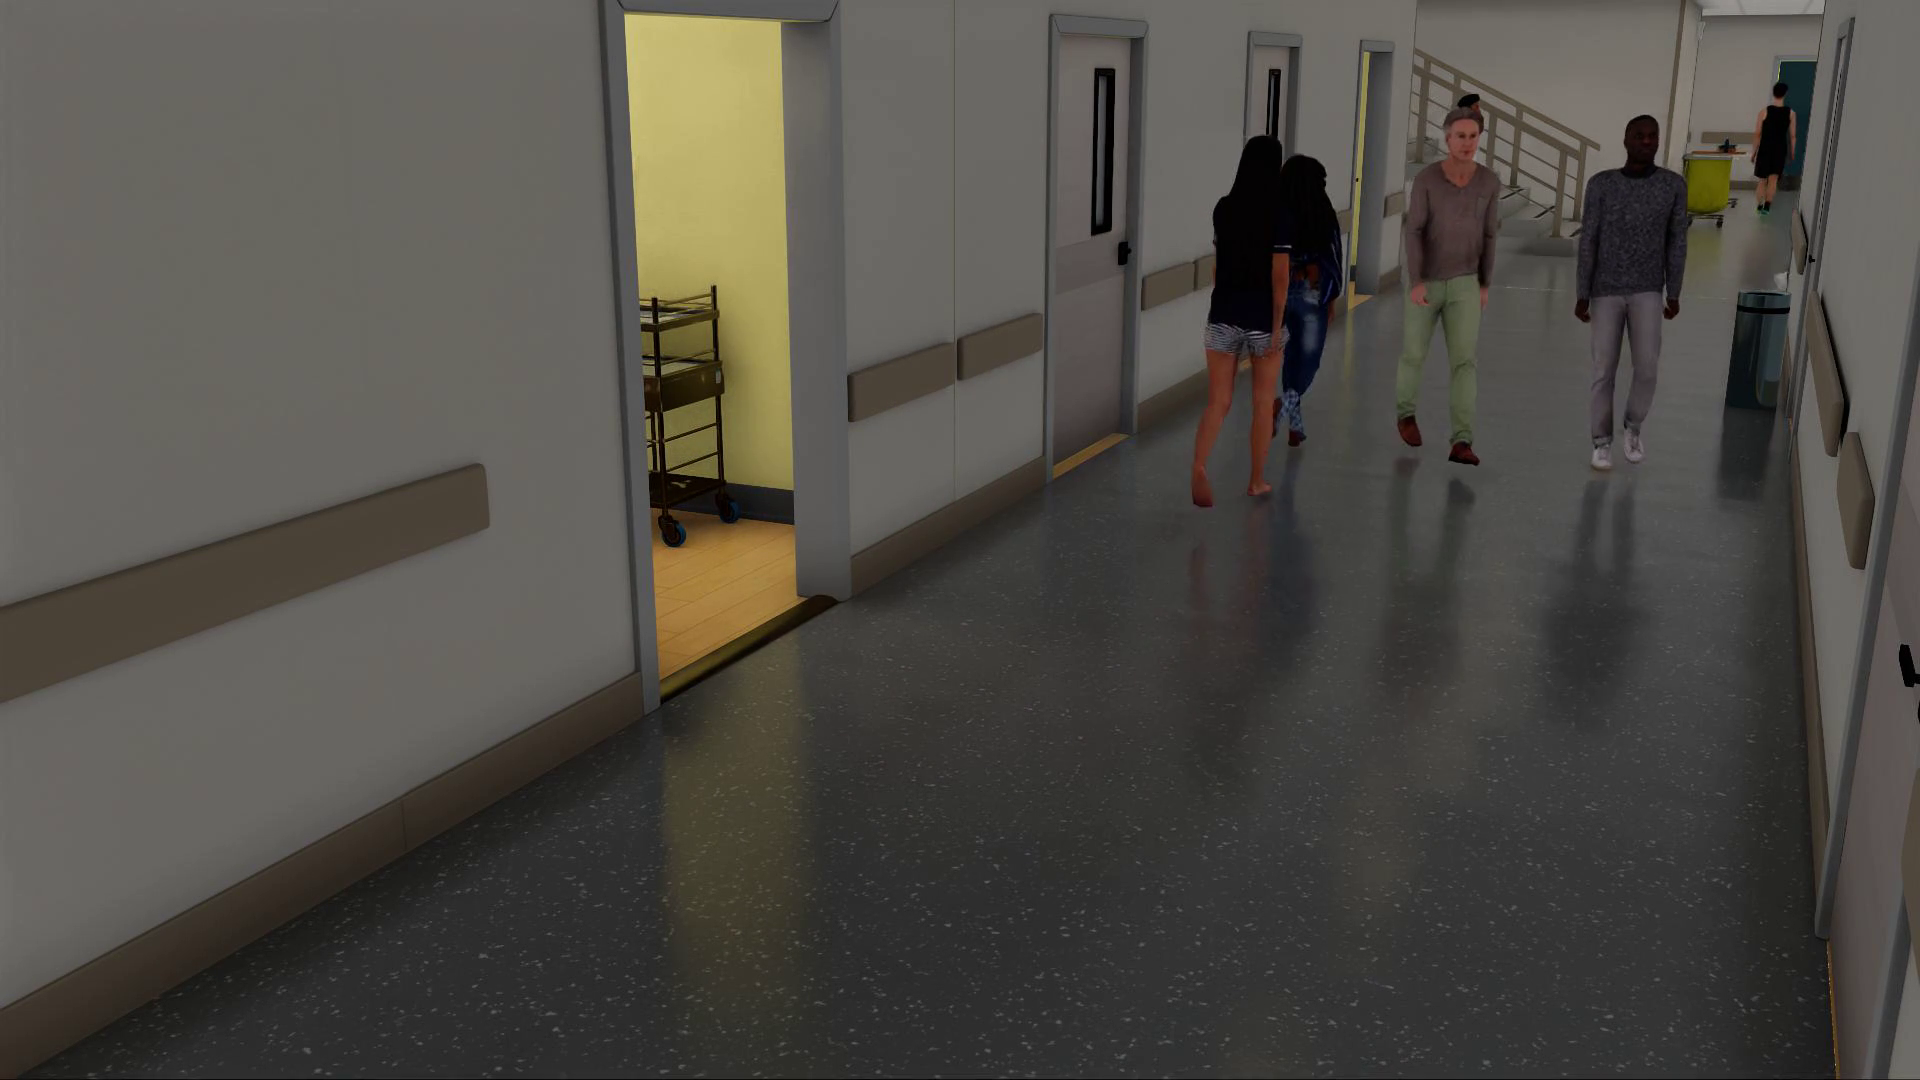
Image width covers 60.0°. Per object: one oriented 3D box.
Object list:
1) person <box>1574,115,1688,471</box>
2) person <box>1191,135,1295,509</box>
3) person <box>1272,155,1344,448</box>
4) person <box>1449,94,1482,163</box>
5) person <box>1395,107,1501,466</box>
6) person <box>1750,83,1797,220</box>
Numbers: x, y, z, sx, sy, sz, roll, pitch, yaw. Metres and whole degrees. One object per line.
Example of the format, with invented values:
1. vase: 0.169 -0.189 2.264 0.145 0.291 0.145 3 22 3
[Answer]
1. person: 3.503 -1.295 8.751 0.597 1.827 0.762 6 17 19
2. person: 1.298 -0.972 7.780 0.996 1.733 0.609 8 17 25
3. person: 1.816 -1.254 9.022 0.871 1.601 0.721 9 18 29
4. person: 5.589 -4.057 18.583 0.566 1.809 0.648 6 17 21
5. person: 2.564 -1.349 8.927 1.264 1.835 1.043 0 16 0
6. person: 11.317 -5.367 23.168 1.100 1.841 0.760 7 17 24
